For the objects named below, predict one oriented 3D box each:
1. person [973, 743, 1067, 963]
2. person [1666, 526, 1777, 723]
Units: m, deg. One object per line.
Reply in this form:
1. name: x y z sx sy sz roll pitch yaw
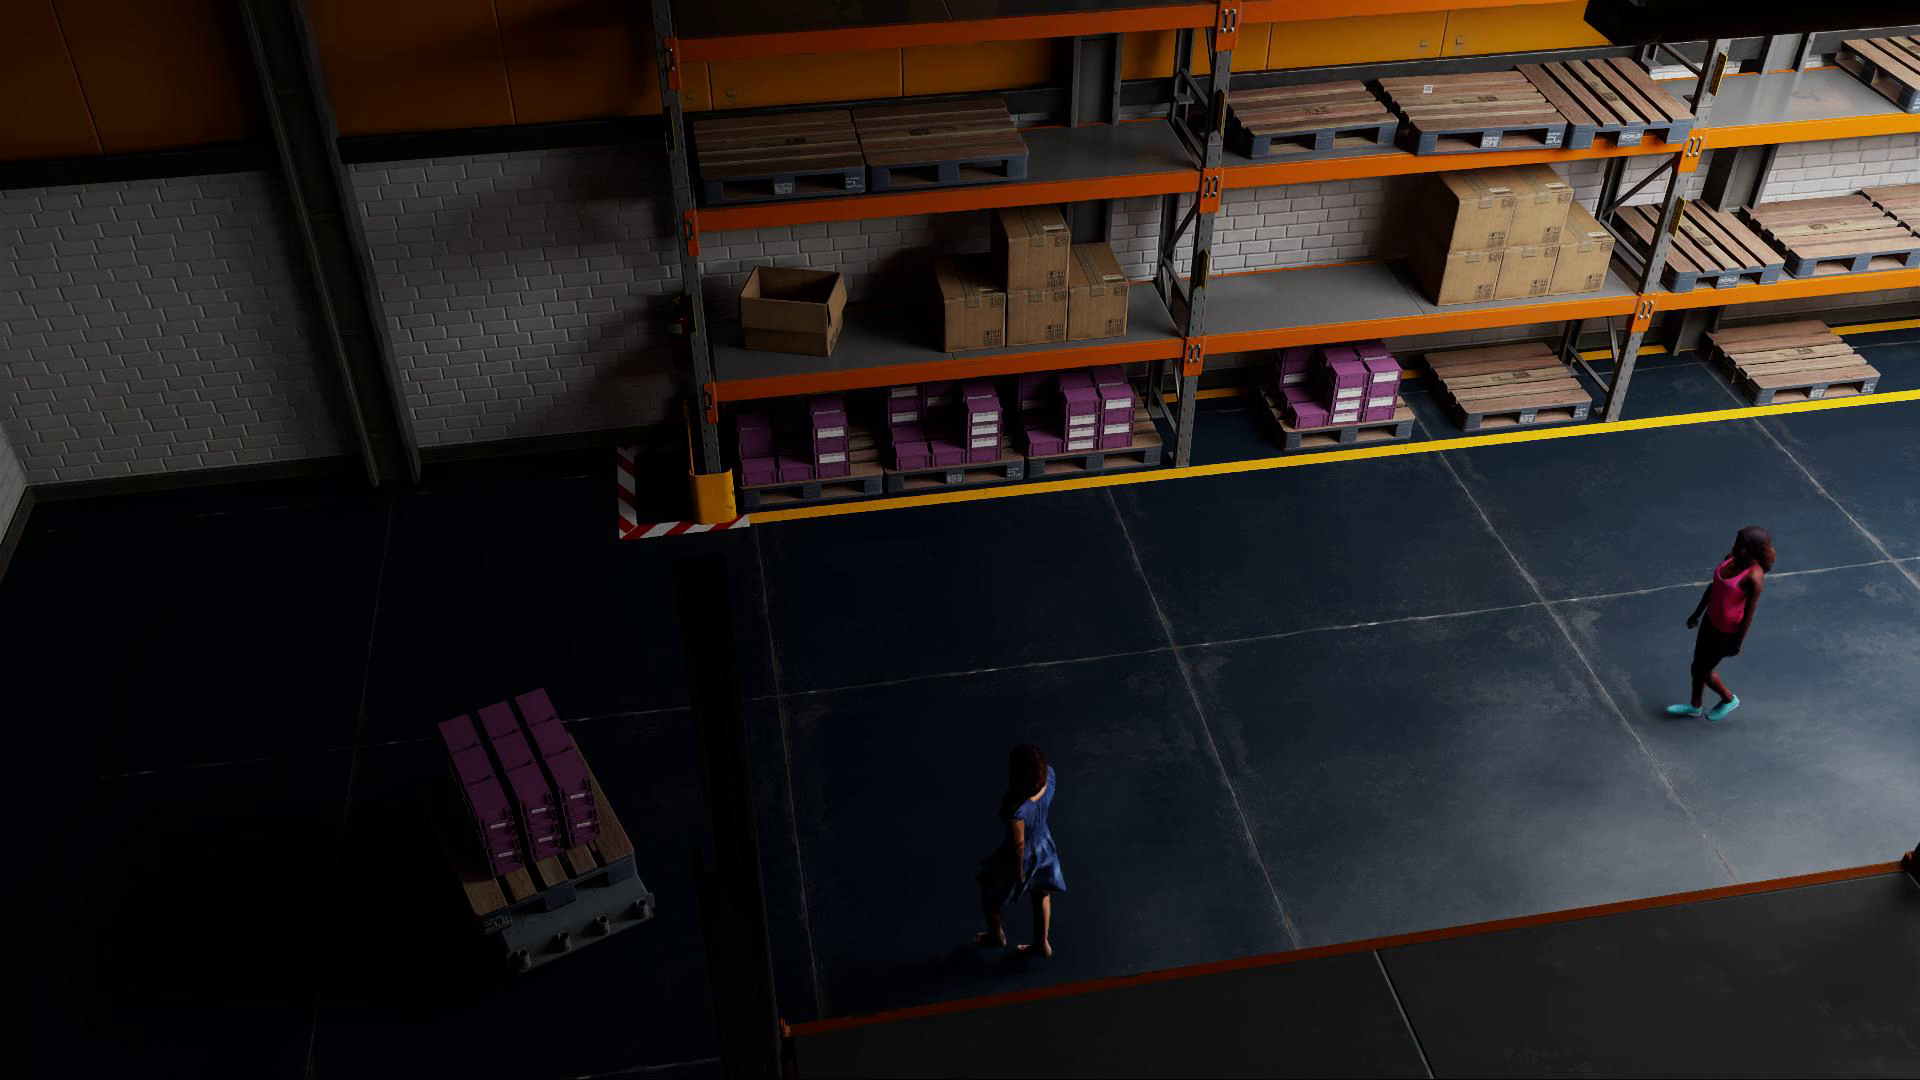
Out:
1. person: 0.448 1.908 9.811 0.916 1.785 0.856 24 44 27
2. person: 5.362 0.595 11.514 0.712 1.711 0.612 -1 39 -1
